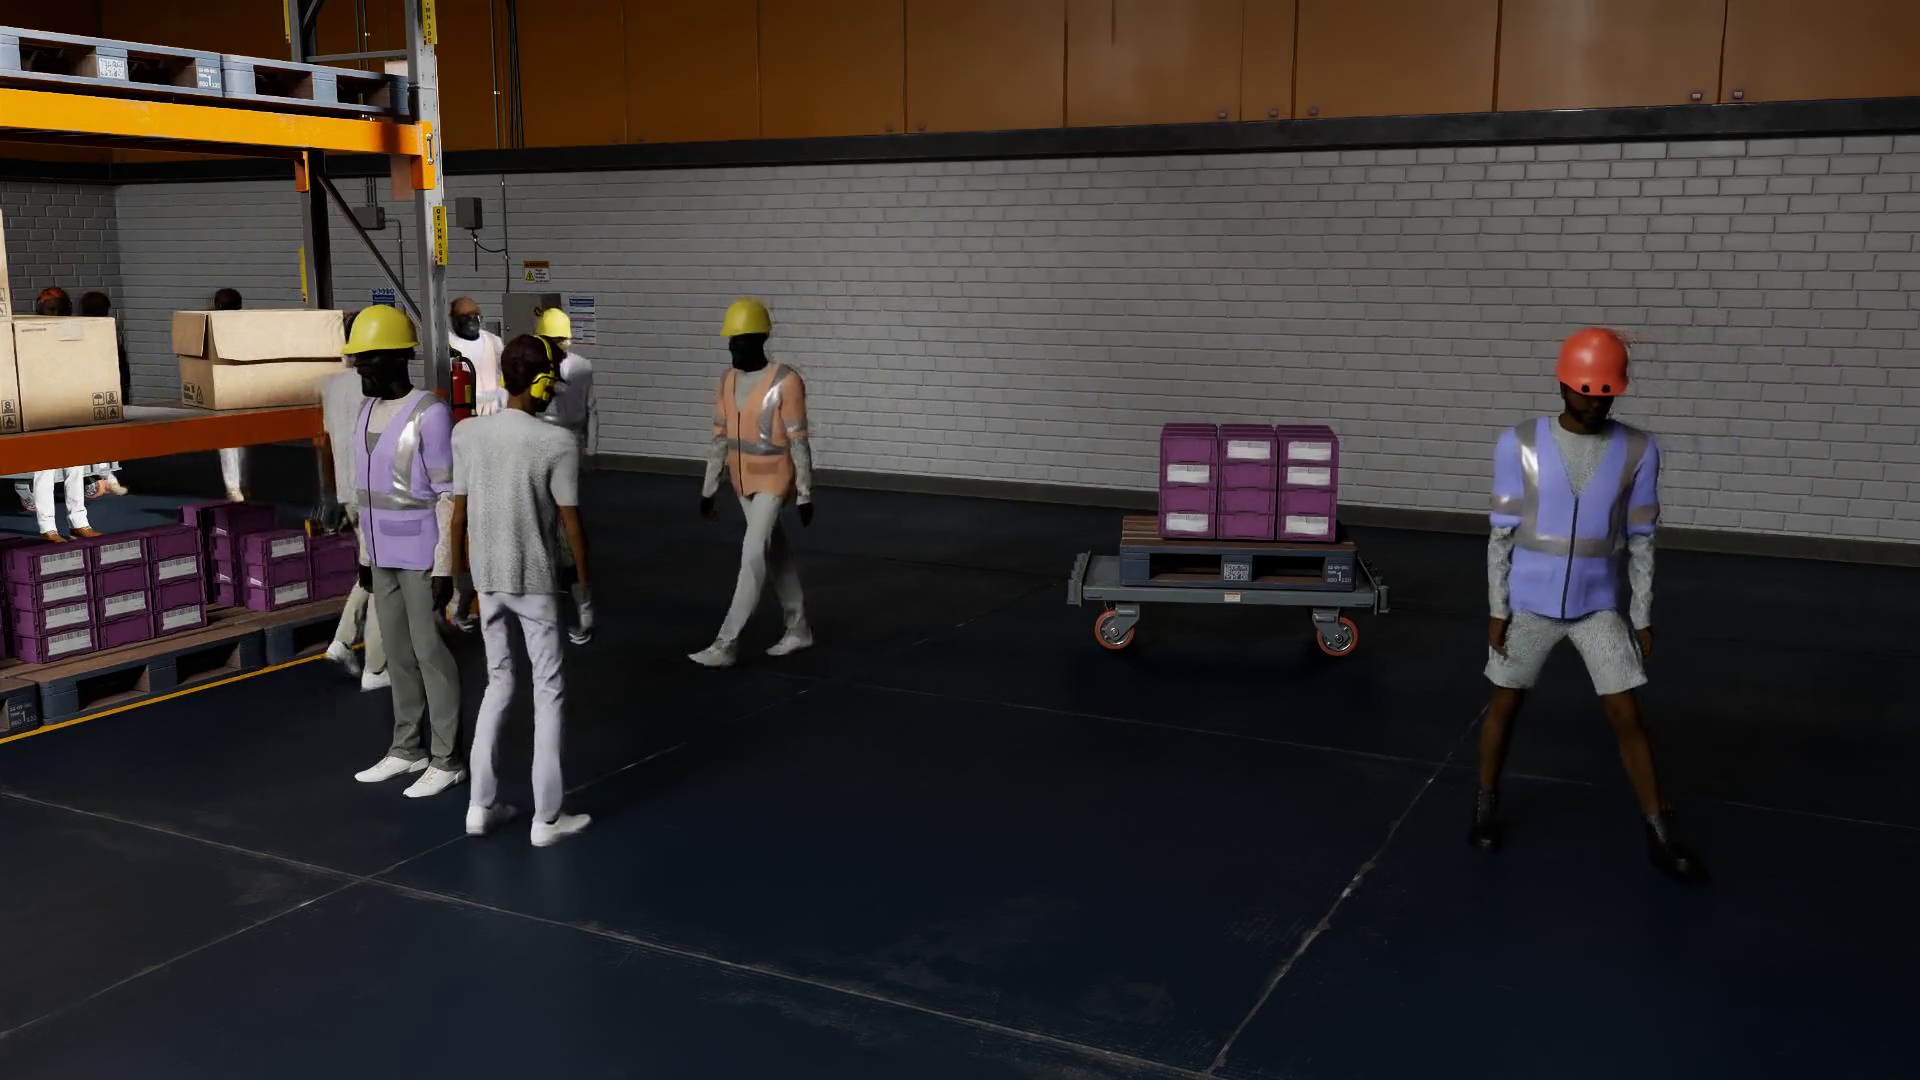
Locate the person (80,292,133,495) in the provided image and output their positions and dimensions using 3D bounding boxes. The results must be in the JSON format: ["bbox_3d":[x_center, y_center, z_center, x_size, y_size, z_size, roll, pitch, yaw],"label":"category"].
[{"bbox_3d":[-7.762,-1.312,14.816,0.938,1.796,0.665,5,11,26],"label":"person"}]

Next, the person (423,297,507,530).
[{"bbox_3d":[-3.532,-0.842,12.042,0.647,1.810,0.640,9,13,43],"label":"person"}]

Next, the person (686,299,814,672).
[{"bbox_3d":[-1.108,-0.275,8.514,0.608,1.876,0.967,9,13,43],"label":"person"}]

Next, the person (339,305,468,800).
[{"bbox_3d":[-2.186,0.050,6.515,0.594,1.925,0.377,8,13,38],"label":"person"}]

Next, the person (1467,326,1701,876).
[{"bbox_3d":[2.177,0.210,5.725,0.724,1.897,0.523,2,10,12],"label":"person"}]

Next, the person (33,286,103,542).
[{"bbox_3d":[-6.548,-0.894,12.101,0.354,1.886,0.572,5,11,27],"label":"person"}]

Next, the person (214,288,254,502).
[{"bbox_3d":[-6.152,-1.221,14.157,0.630,1.822,0.650,9,13,43],"label":"person"}]

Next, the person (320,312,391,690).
[{"bbox_3d":[-2.850,-0.184,8.082,0.543,1.851,0.401,5,11,29],"label":"person"}]

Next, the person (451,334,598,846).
[{"bbox_3d":[-1.579,0.182,6.017,0.573,1.842,0.353,3,10,15],"label":"person"}]

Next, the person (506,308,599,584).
[{"bbox_3d":[-2.705,-0.641,10.988,0.595,1.785,0.936,-8,13,-39],"label":"person"}]
